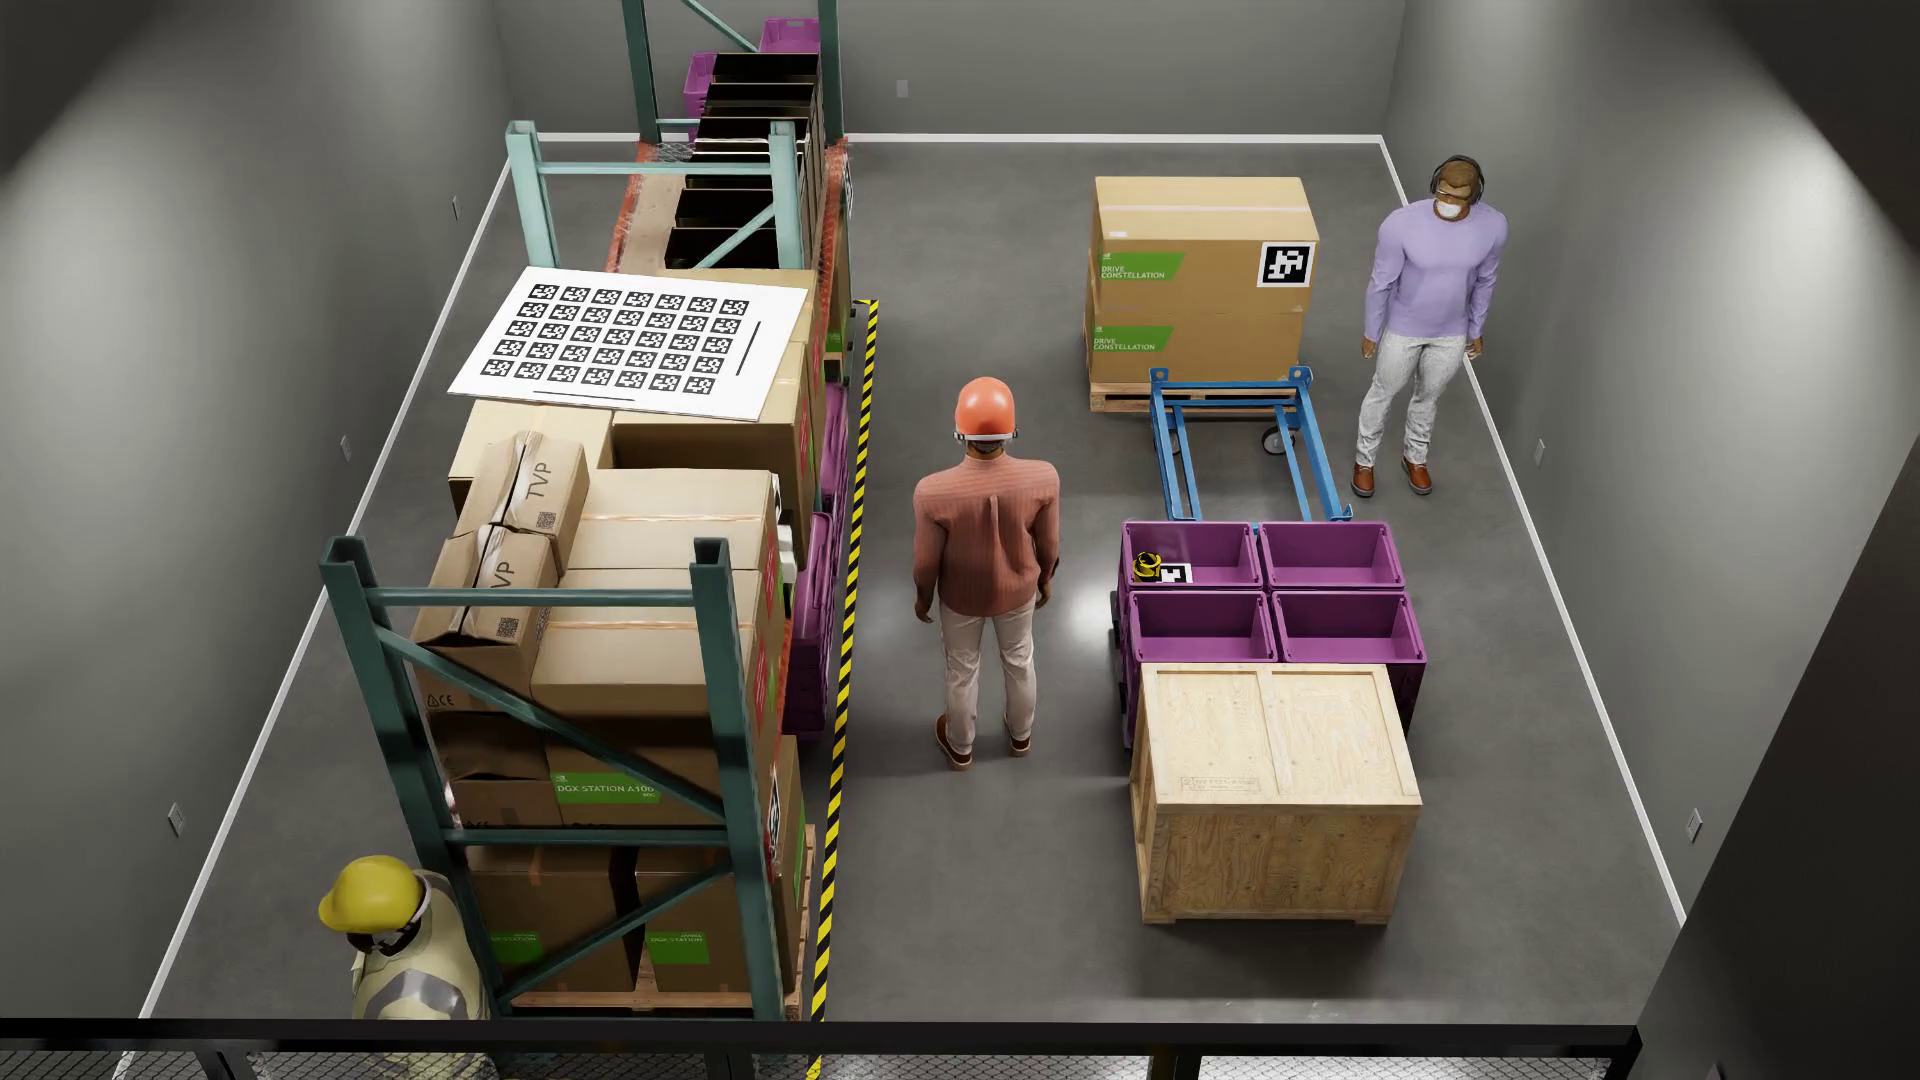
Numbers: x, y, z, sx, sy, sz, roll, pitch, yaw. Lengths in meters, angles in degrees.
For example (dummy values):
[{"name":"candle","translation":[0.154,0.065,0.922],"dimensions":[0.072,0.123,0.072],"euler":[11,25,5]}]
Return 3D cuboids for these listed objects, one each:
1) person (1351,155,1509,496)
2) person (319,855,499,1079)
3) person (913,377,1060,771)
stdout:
[{"name":"person","translation":[2.323,-1.055,8.317],"dimensions":[0.638,1.936,0.356],"euler":[-2,41,-2]},{"name":"person","translation":[-1.703,1.614,5.351],"dimensions":[0.404,1.836,0.590],"euler":[-8,42,-9]},{"name":"person","translation":[0.103,0.173,6.874],"dimensions":[0.609,1.995,0.378],"euler":[-9,42,-10]}]
